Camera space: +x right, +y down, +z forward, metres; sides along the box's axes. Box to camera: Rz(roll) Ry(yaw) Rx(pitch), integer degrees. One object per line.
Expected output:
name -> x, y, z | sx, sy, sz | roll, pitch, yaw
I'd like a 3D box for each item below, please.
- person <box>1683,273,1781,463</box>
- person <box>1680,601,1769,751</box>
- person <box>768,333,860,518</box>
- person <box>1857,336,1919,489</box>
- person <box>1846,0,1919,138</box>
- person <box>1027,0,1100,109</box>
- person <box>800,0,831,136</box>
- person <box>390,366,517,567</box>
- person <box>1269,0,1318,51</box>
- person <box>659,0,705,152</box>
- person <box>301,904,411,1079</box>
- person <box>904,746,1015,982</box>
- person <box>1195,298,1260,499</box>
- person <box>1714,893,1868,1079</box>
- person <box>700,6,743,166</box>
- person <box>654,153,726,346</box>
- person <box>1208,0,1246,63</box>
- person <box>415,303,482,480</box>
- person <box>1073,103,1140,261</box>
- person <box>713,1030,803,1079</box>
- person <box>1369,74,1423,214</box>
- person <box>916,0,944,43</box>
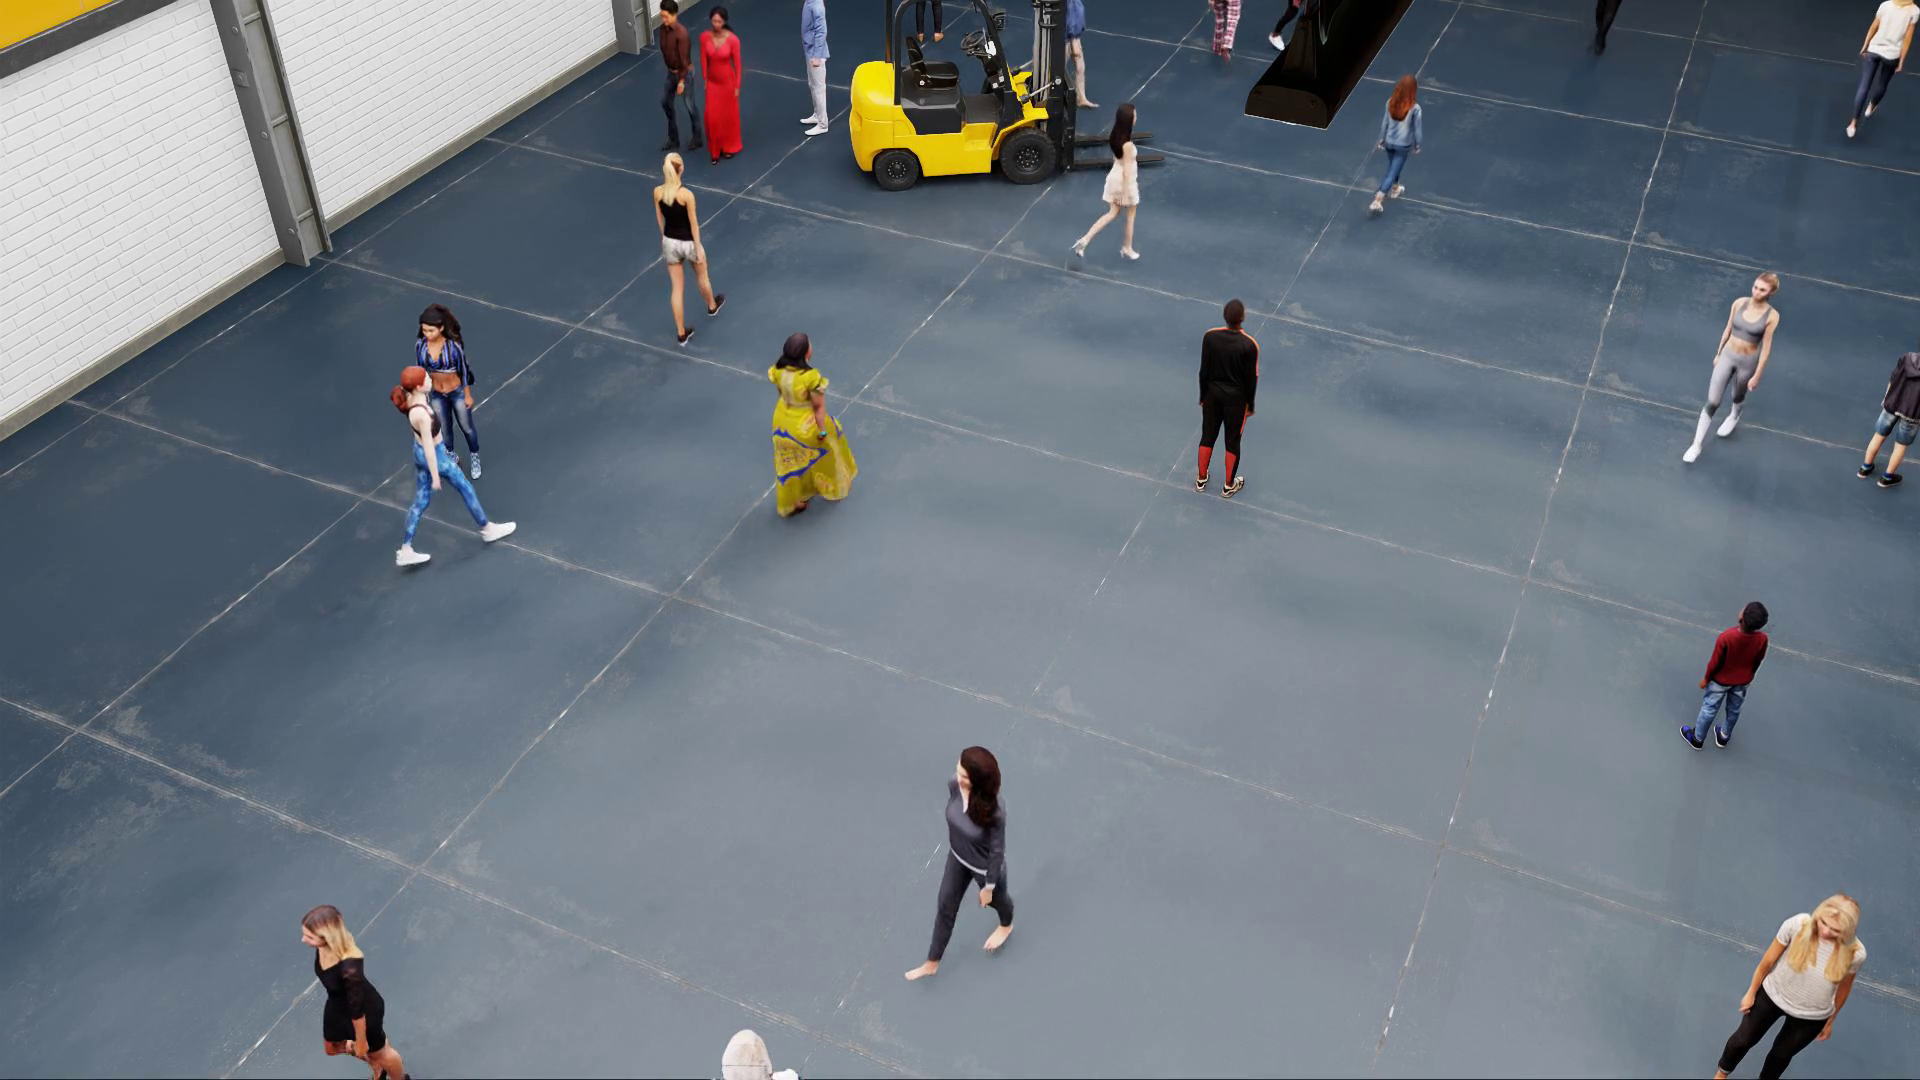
person -> 6.563, -1.488, 13.934 | 0.819, 1.661, 1.181 | 31, 48, 33
person -> 5.212, 0.916, 11.248 | 0.578, 1.255, 0.600 | -2, 39, -2
person -> -1.304, -0.862, 13.172 | 0.735, 1.642, 1.042 | 17, 42, 20
person -> 7.740, -1.098, 13.615 | 0.629, 1.448, 0.614 | -27, 46, -30
person -> 10.379, -5.395, 18.750 | 0.679, 1.755, 1.172 | 20, 43, 23
person -> 1.163, -5.758, 19.286 | 0.889, 1.663, 1.138 | 6, 39, 7
person -> -1.638, -5.546, 18.833 | 0.802, 1.888, 0.718 | -8, 39, -10
person -> -4.102, -0.535, 12.683 | 1.258, 1.742, 0.961 | -25, 45, -28
person -> 4.201, -6.803, 20.563 | 1.217, 1.693, 1.164 | -23, 44, -26
person -> -3.036, -5.175, 18.475 | 0.752, 1.754, 0.819 | 27, 46, 30
person -> -3.168, 2.493, 8.943 | 0.633, 1.667, 0.643 | 30, 48, 32
person -> 0.165, 1.824, 9.730 | 0.835, 1.731, 1.111 | 29, 47, 31
person -> 2.140, -1.151, 13.393 | 0.607, 1.808, 0.509 | 16, 41, 19
person -> 4.418, 2.468, 8.851 | 0.594, 1.821, 0.511 | 16, 41, 19
person -> -2.579, -5.039, 18.304 | 0.749, 1.765, 0.854 | 5, 39, 6
person -> -2.594, -2.651, 15.266 | 0.733, 1.814, 1.065 | 12, 40, 14
person -> 3.300, -6.699, 20.441 | 0.773, 1.681, 0.966 | 5, 39, 7
person -> -4.181, -1.199, 13.608 | 0.674, 1.615, 0.669 | 2, 39, 3
person -> 1.500, -3.470, 16.374 | 1.023, 1.712, 0.975 | -11, 40, -14
person -> -0.965, 3.073, 8.127 | 1.017, 1.779, 1.126 | -8, 39, -9
person -> 4.547, -4.118, 17.393 | 0.764, 1.453, 1.060 | 29, 47, 31
person -> -0.403, -7.107, 20.973 | 0.837, 1.655, 0.880 | 2, 39, 2
